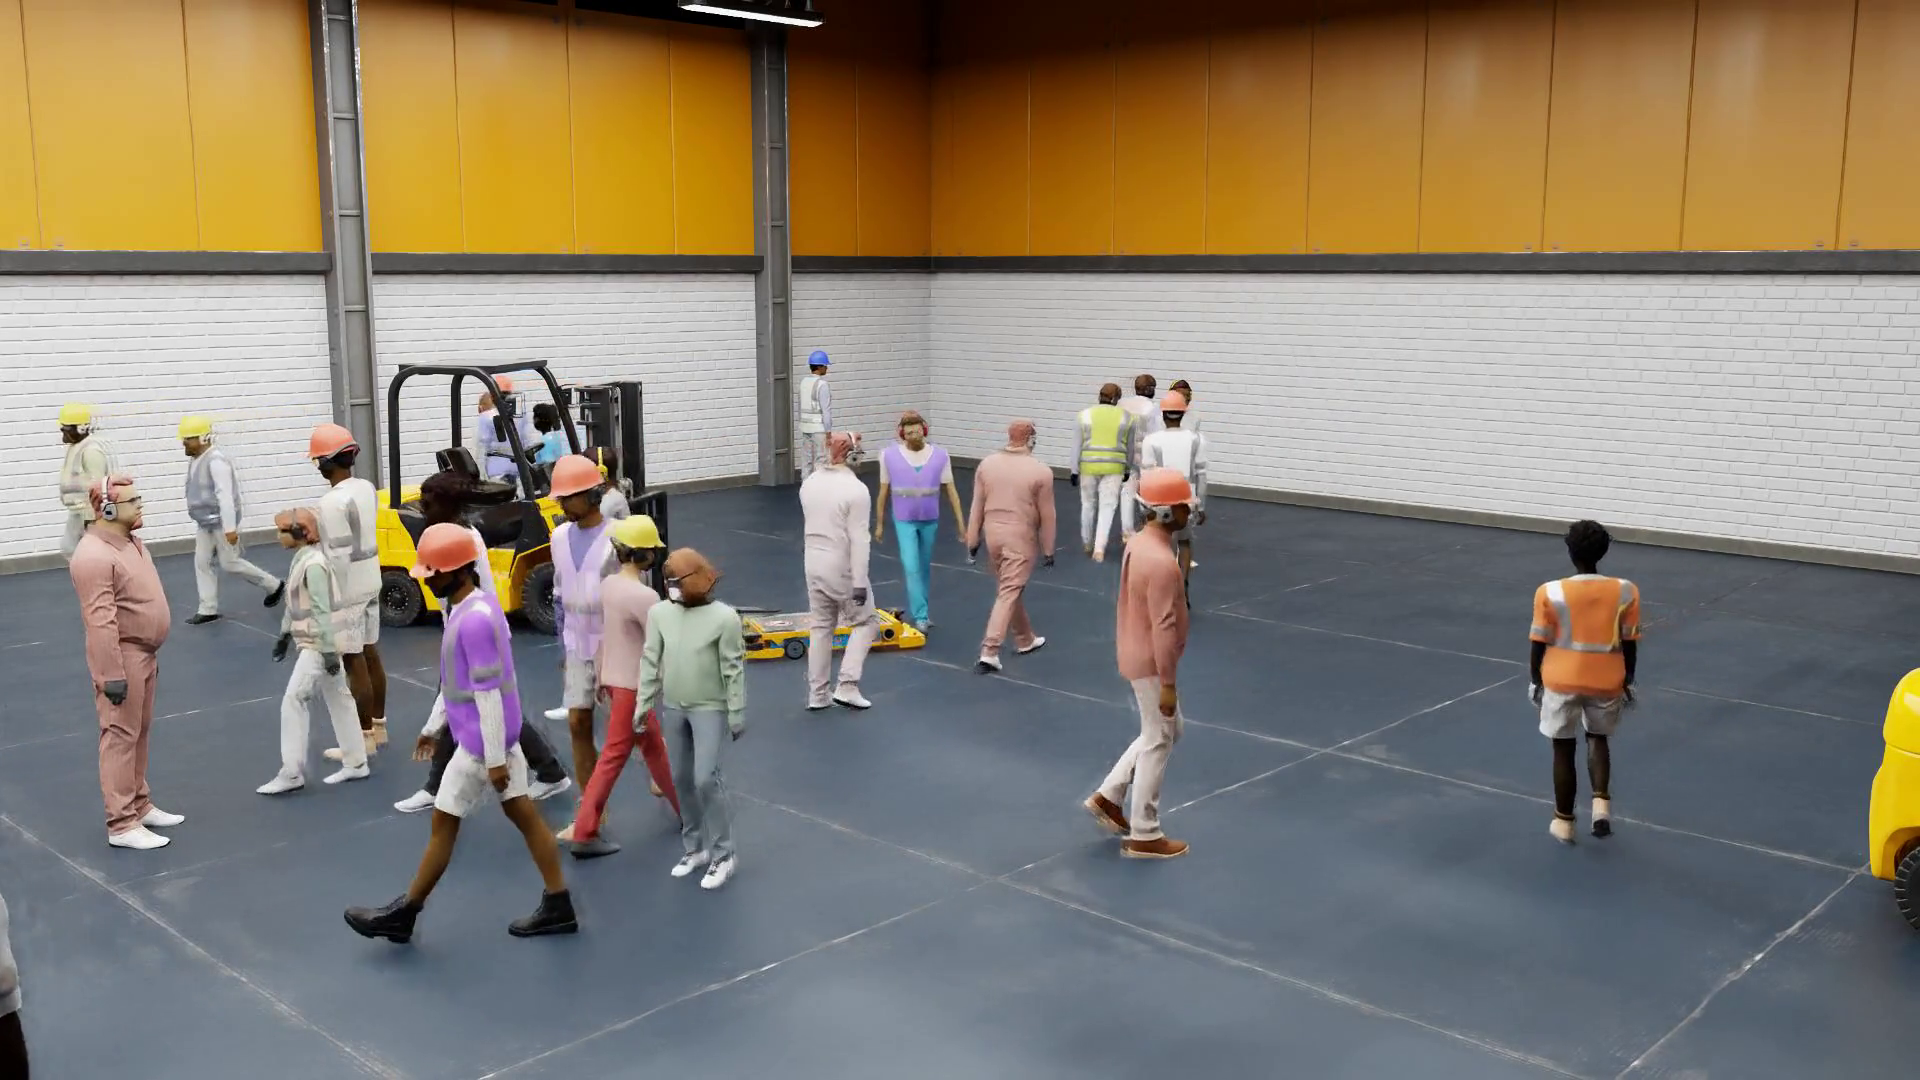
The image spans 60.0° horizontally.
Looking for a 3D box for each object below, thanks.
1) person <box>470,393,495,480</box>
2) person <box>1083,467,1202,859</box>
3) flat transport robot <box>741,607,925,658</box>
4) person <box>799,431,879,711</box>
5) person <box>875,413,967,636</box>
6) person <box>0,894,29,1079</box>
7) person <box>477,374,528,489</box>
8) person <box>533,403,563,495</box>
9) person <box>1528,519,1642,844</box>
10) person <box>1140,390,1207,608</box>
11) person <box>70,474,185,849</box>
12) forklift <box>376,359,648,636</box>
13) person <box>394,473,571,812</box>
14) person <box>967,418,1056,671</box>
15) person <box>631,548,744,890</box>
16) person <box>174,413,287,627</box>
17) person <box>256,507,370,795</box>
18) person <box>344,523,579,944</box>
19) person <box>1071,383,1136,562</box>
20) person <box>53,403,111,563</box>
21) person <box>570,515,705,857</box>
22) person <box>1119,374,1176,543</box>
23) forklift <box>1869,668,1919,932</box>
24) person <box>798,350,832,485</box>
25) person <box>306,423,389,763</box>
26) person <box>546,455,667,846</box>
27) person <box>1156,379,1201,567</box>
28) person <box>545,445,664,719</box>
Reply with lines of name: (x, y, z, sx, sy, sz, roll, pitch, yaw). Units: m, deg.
person: (-5.135, -0.809, 18.183, 0.700, 1.597, 0.524, 8, 12, 40)
person: (0.963, 0.622, 8.283, 0.459, 1.983, 0.635, -1, 9, -6)
flat transport robot: (-1.050, 0.714, 12.946, 1.431, 0.197, 0.652, -3, 10, -19)
person: (-0.794, 0.217, 11.070, 0.685, 1.886, 0.482, 9, 13, 42)
person: (-0.306, -0.126, 13.408, 0.699, 1.789, 0.896, -2, 9, -12)
person: (-2.552, 1.371, 3.843, 0.636, 1.925, 0.920, 4, 10, 22)
person: (-4.574, -0.723, 16.771, 0.890, 1.908, 0.552, 7, 12, 38)
person: (-4.019, -0.512, 16.251, 0.890, 1.646, 0.541, 0, 9, 0)
person: (3.171, 0.729, 8.504, 0.553, 1.684, 0.363, 1, 9, 4)
person: (1.807, -0.314, 14.183, 0.566, 1.926, 0.399, 0, 9, -2)
person: (-4.263, 0.615, 8.541, 0.408, 1.913, 0.641, -2, 10, -13)
forklift: (-3.850, -0.407, 13.936, 2.313, 2.155, 1.214, 2, 9, 11)
person: (-2.615, 0.551, 9.078, 0.921, 1.876, 0.595, -3, 10, -19)
person: (0.388, 0.019, 12.404, 0.659, 1.858, 1.028, 7, 12, 36)
person: (-1.318, 0.852, 7.986, 0.513, 1.620, 0.456, 4, 10, 24)
person: (-6.092, -0.186, 13.878, 0.599, 1.788, 0.773, 9, 13, 43)
person: (-3.727, 0.622, 9.398, 0.733, 1.609, 0.519, -4, 10, -23)
person: (-2.173, 0.847, 7.235, 1.022, 1.862, 0.538, -2, 9, -9)
person: (1.472, -0.708, 17.049, 0.661, 1.783, 0.915, 1, 9, 8)
person: (-7.513, -0.276, 14.290, 0.429, 1.812, 0.627, -8, 12, -39)
person: (-1.617, 0.724, 8.454, 0.926, 1.710, 0.548, -7, 12, -37)
person: (2.051, -0.879, 17.973, 0.783, 1.815, 0.661, -7, 12, -38)
forklift: (5.205, 0.723, 7.013, 2.313, 2.155, 1.214, 9, 13, 43)
person: (-1.766, -1.372, 20.608, 0.404, 1.945, 0.615, -7, 12, -38)
person: (-3.685, 0.317, 9.980, 0.394, 2.038, 0.605, 0, 9, 1)
person: (-1.833, 0.535, 8.716, 0.624, 2.013, 0.823, 5, 10, 28)
person: (2.158, -0.648, 16.408, 0.510, 1.872, 0.328, -4, 10, -24)
person: (-2.201, 0.283, 10.886, 0.968, 1.823, 0.503, -2, 10, -15)
